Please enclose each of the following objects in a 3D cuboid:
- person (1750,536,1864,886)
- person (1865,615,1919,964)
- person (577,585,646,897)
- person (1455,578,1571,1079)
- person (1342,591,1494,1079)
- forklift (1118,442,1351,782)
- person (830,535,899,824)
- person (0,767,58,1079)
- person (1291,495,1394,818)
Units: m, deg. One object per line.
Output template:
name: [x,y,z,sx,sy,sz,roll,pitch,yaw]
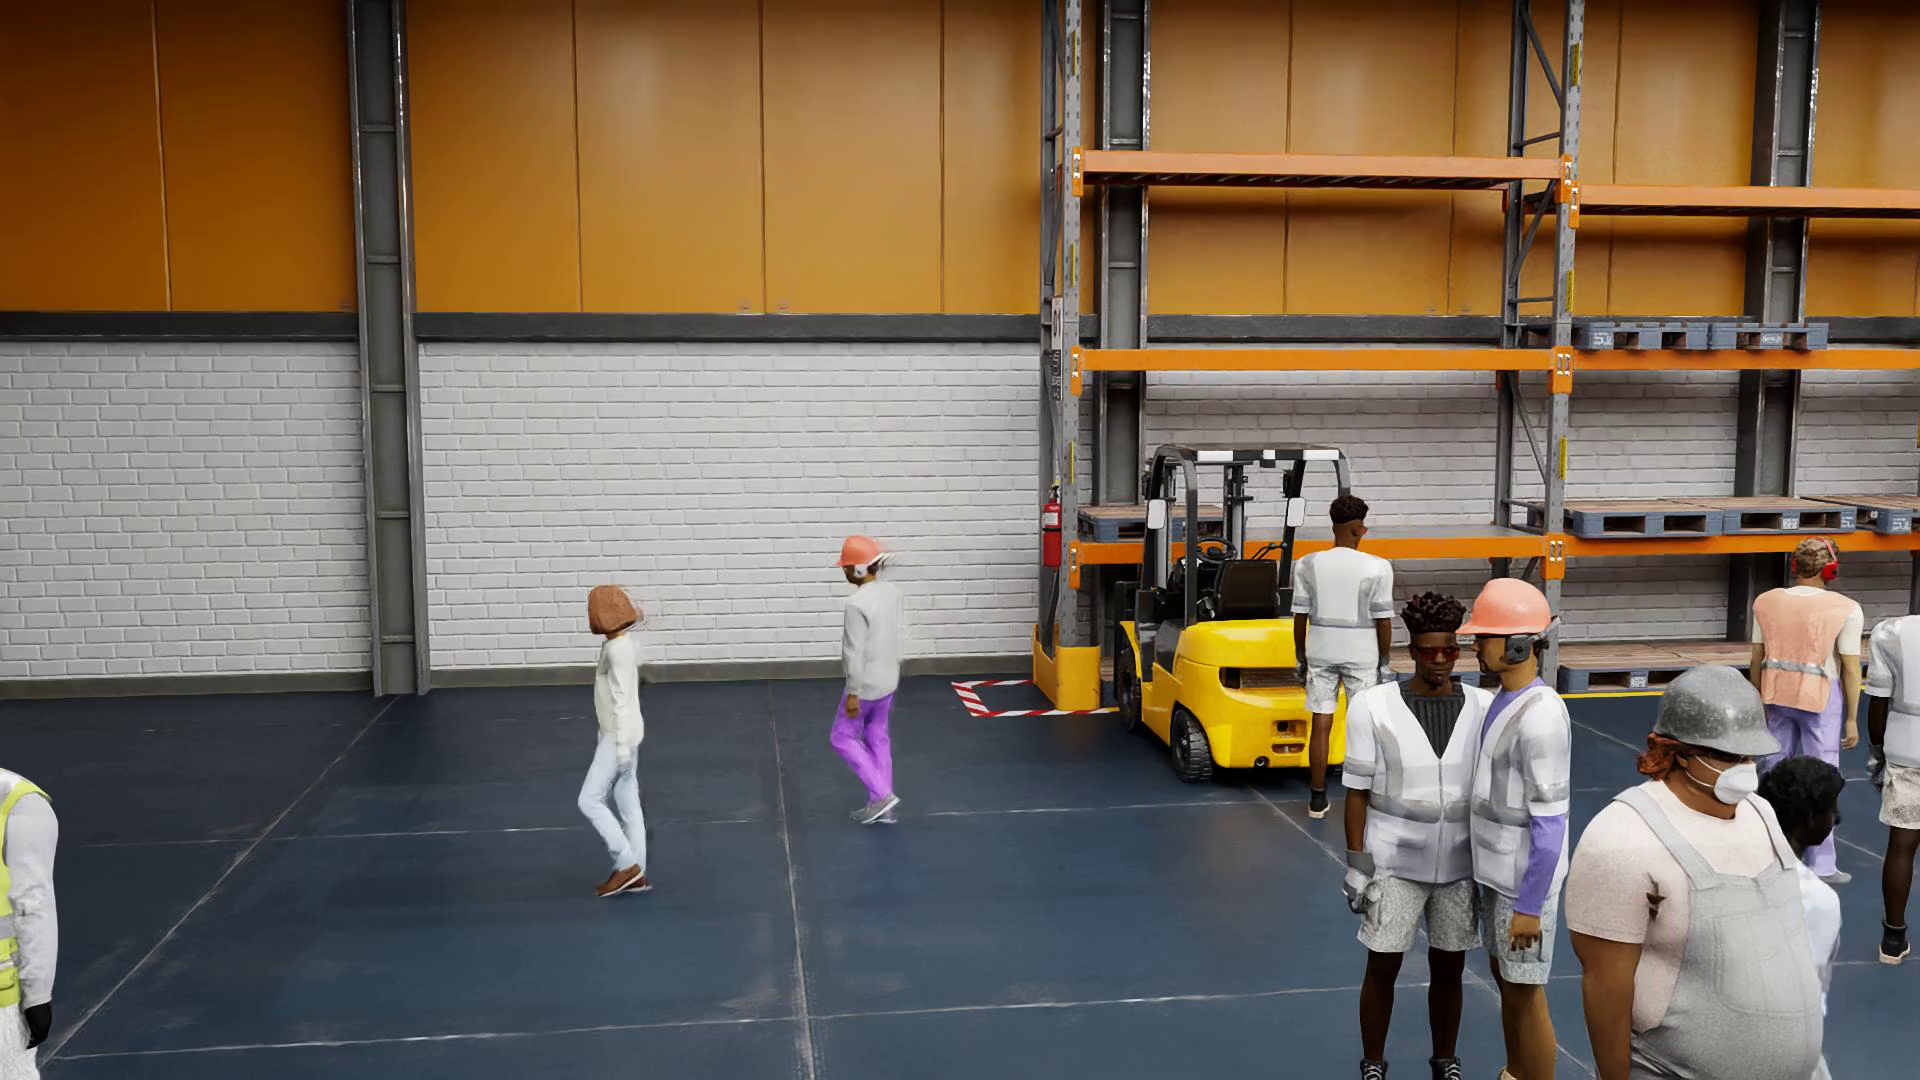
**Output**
person: [4.447,0.899,8.785,0.396,1.847,0.565,-5,8,-37]
person: [4.435,0.982,7.542,0.600,1.967,0.368,6,9,43]
person: [-1.799,1.035,8.550,0.386,1.617,0.532,-1,7,-11]
person: [1.896,1.146,5.776,0.391,2.040,0.615,1,7,7]
person: [1.680,1.156,6.018,0.606,1.966,0.367,0,7,-3]
forklift: [1.912,0.418,11.496,1.214,2.155,2.313,-1,7,-8]
person: [-0.563,0.833,9.850,0.370,1.734,0.593,3,7,23]
person: [-3.002,1.349,4.945,0.639,1.830,0.429,0,7,2]
person: [2.296,0.707,9.982,0.608,1.958,0.386,3,7,26]
